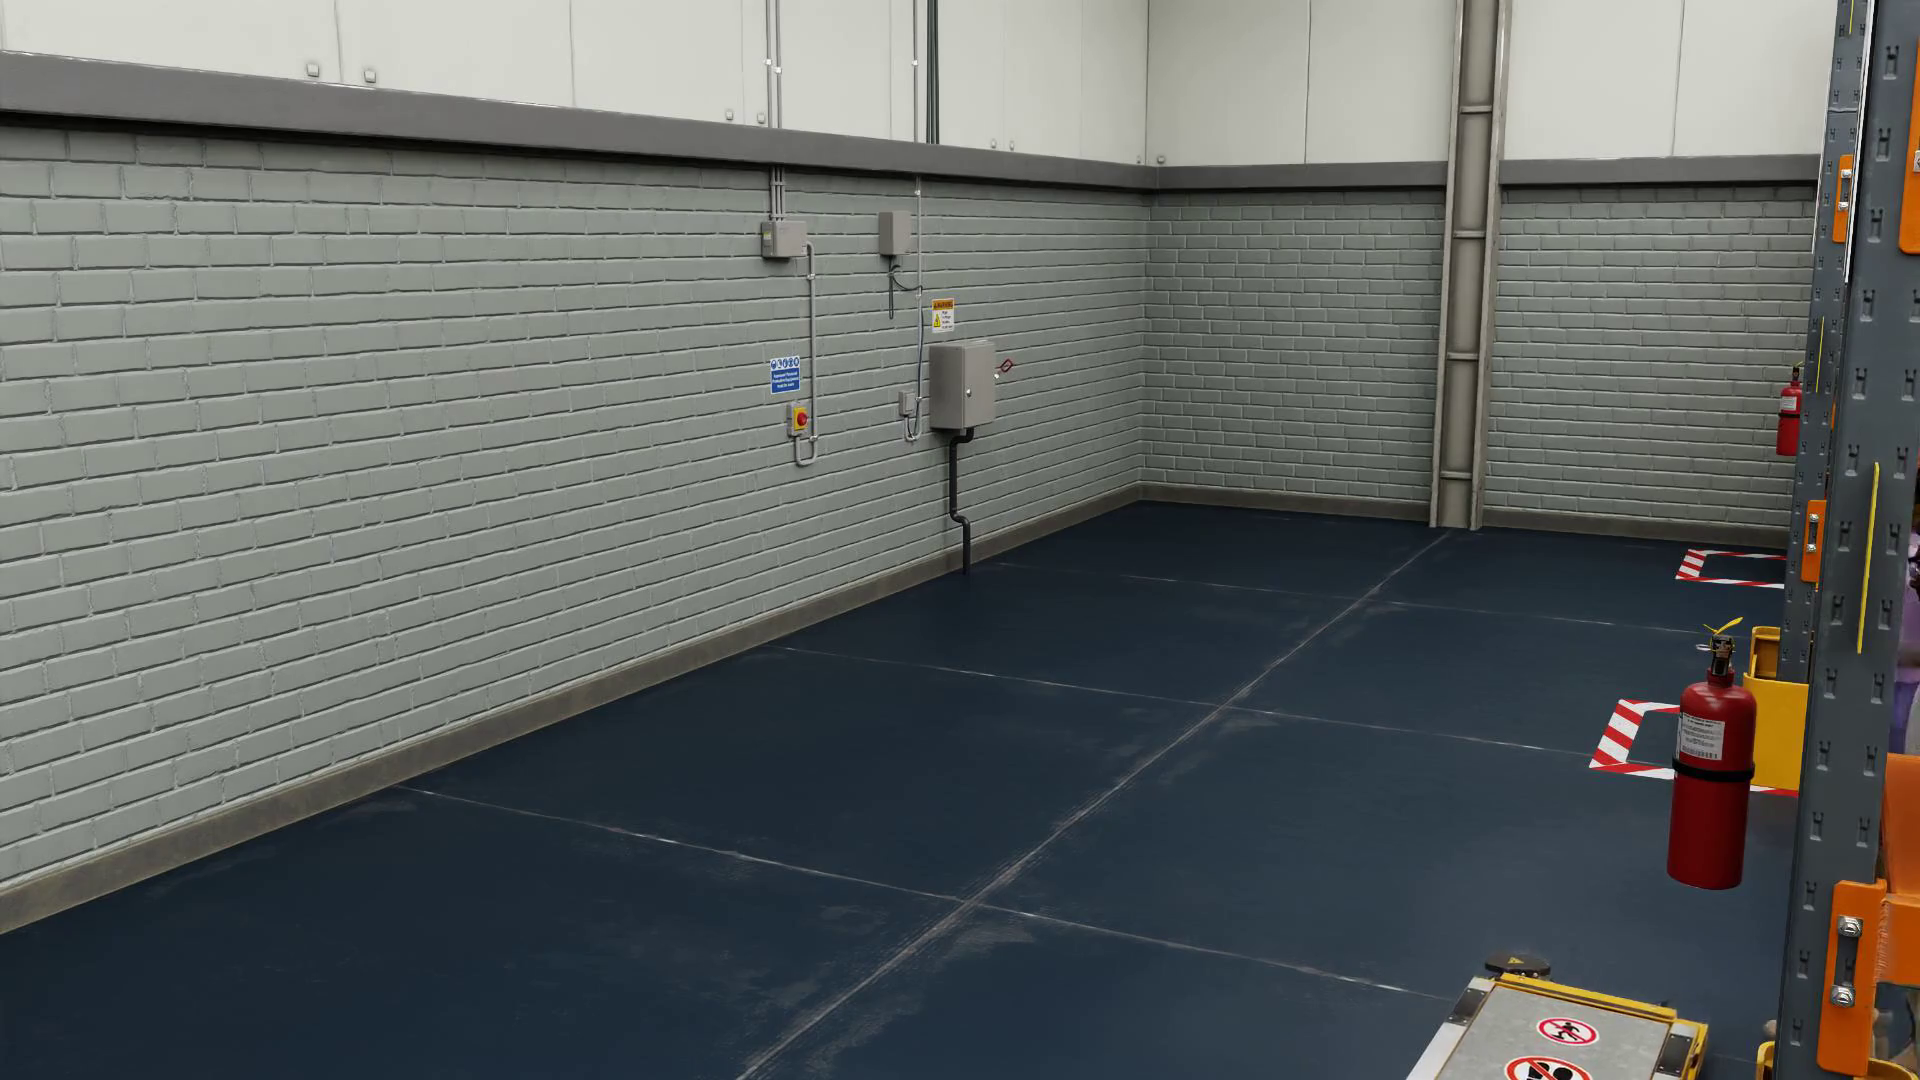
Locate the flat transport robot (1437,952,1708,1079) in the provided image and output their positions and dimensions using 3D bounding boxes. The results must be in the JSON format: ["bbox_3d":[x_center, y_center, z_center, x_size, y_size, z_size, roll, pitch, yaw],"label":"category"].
[{"bbox_3d":[1.644,1.546,4.640,0.652,0.197,1.431,6,12,30],"label":"flat transport robot"}]

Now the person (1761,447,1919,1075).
[{"bbox_3d":[2.740,0.625,4.873,0.512,2.029,0.612,7,13,34],"label":"person"}]

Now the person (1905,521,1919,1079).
[{"bbox_3d":[2.502,0.830,4.223,0.325,1.860,0.515,4,11,19],"label":"person"}]
